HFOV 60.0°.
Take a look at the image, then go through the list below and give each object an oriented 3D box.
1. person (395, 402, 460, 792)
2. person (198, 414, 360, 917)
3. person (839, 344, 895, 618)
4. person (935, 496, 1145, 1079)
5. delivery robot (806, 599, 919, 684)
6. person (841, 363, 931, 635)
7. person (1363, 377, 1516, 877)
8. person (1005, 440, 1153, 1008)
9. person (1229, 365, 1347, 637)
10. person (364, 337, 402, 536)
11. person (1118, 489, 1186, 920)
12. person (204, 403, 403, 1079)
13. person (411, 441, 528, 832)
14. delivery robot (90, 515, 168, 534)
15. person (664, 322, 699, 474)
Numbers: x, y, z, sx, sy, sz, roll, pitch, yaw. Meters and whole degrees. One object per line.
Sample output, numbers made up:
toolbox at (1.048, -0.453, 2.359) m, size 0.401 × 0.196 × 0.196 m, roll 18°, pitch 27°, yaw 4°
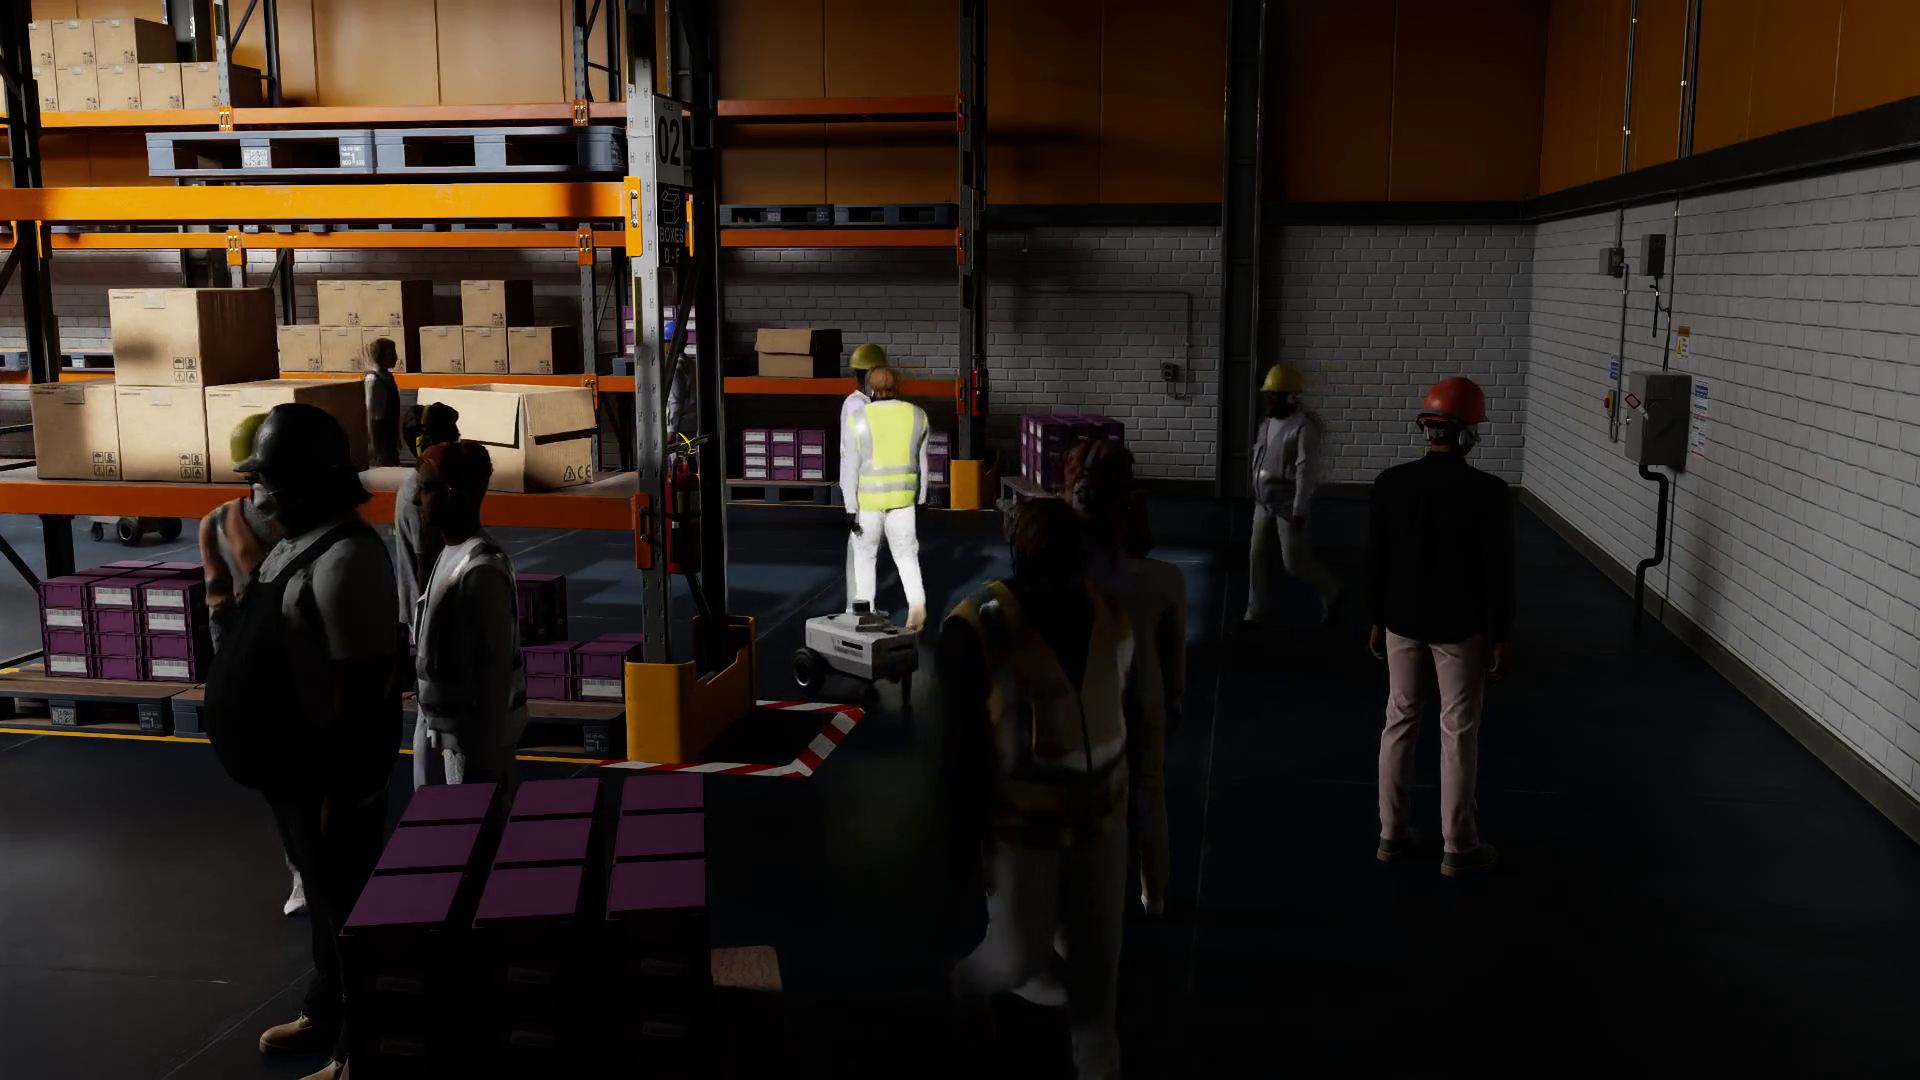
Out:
person at (-2.205, 0.350, 7.040) m, size 0.314 × 1.869 × 0.536 m, roll -3°, pitch 10°, yaw -17°
person at (-2.527, 0.447, 6.367) m, size 0.636 × 1.893 × 0.661 m, roll -2°, pitch 9°, yaw -10°
person at (-0.629, -0.373, 11.350) m, size 0.381 × 1.924 × 0.594 m, roll 0°, pitch 9°, yaw -2°
person at (0.215, 0.753, 4.700) m, size 0.662 × 1.817 × 0.638 m, roll -5°, pitch 10°, yaw -27°
delivery robot at (-0.554, 0.580, 9.395) m, size 0.477 × 0.478 × 0.707 m, roll -8°, pitch 12°, yaw -41°
person at (-0.478, -0.256, 10.977) m, size 0.629 × 1.820 × 0.829 m, roll -3°, pitch 10°, yaw -20°
person at (1.938, 0.342, 6.705) m, size 0.623 × 1.992 × 0.397 m, roll 8°, pitch 12°, yaw 41°
person at (0.363, 0.602, 5.471) m, size 0.496 × 1.876 × 0.680 m, roll 4°, pitch 10°, yaw 26°
person at (2.181, -0.256, 10.990) m, size 0.760 × 1.814 × 0.597 m, roll -5°, pitch 10°, yaw -27°
person at (-5.286, -0.924, 15.095) m, size 0.723 × 1.831 × 0.525 m, roll -1°, pitch 9°, yaw -5°
person at (0.587, 0.612, 6.148) m, size 0.507 × 1.632 × 0.265 m, roll -2°, pitch 9°, yaw -12°
person at (-1.914, 0.613, 4.881) m, size 0.538 × 2.000 × 0.684 m, roll -6°, pitch 11°, yaw -33°
person at (-1.566, 0.625, 5.323) m, size 0.384 × 1.886 × 0.580 m, roll -4°, pitch 10°, yaw -25°
delivery robot at (-7.426, -0.302, 14.862) m, size 0.707 × 0.478 × 0.477 m, roll 4°, pitch 10°, yaw 24°
person at (-2.616, -1.058, 15.535) m, size 0.389 × 1.949 × 0.603 m, roll 1°, pitch 9°, yaw 4°
